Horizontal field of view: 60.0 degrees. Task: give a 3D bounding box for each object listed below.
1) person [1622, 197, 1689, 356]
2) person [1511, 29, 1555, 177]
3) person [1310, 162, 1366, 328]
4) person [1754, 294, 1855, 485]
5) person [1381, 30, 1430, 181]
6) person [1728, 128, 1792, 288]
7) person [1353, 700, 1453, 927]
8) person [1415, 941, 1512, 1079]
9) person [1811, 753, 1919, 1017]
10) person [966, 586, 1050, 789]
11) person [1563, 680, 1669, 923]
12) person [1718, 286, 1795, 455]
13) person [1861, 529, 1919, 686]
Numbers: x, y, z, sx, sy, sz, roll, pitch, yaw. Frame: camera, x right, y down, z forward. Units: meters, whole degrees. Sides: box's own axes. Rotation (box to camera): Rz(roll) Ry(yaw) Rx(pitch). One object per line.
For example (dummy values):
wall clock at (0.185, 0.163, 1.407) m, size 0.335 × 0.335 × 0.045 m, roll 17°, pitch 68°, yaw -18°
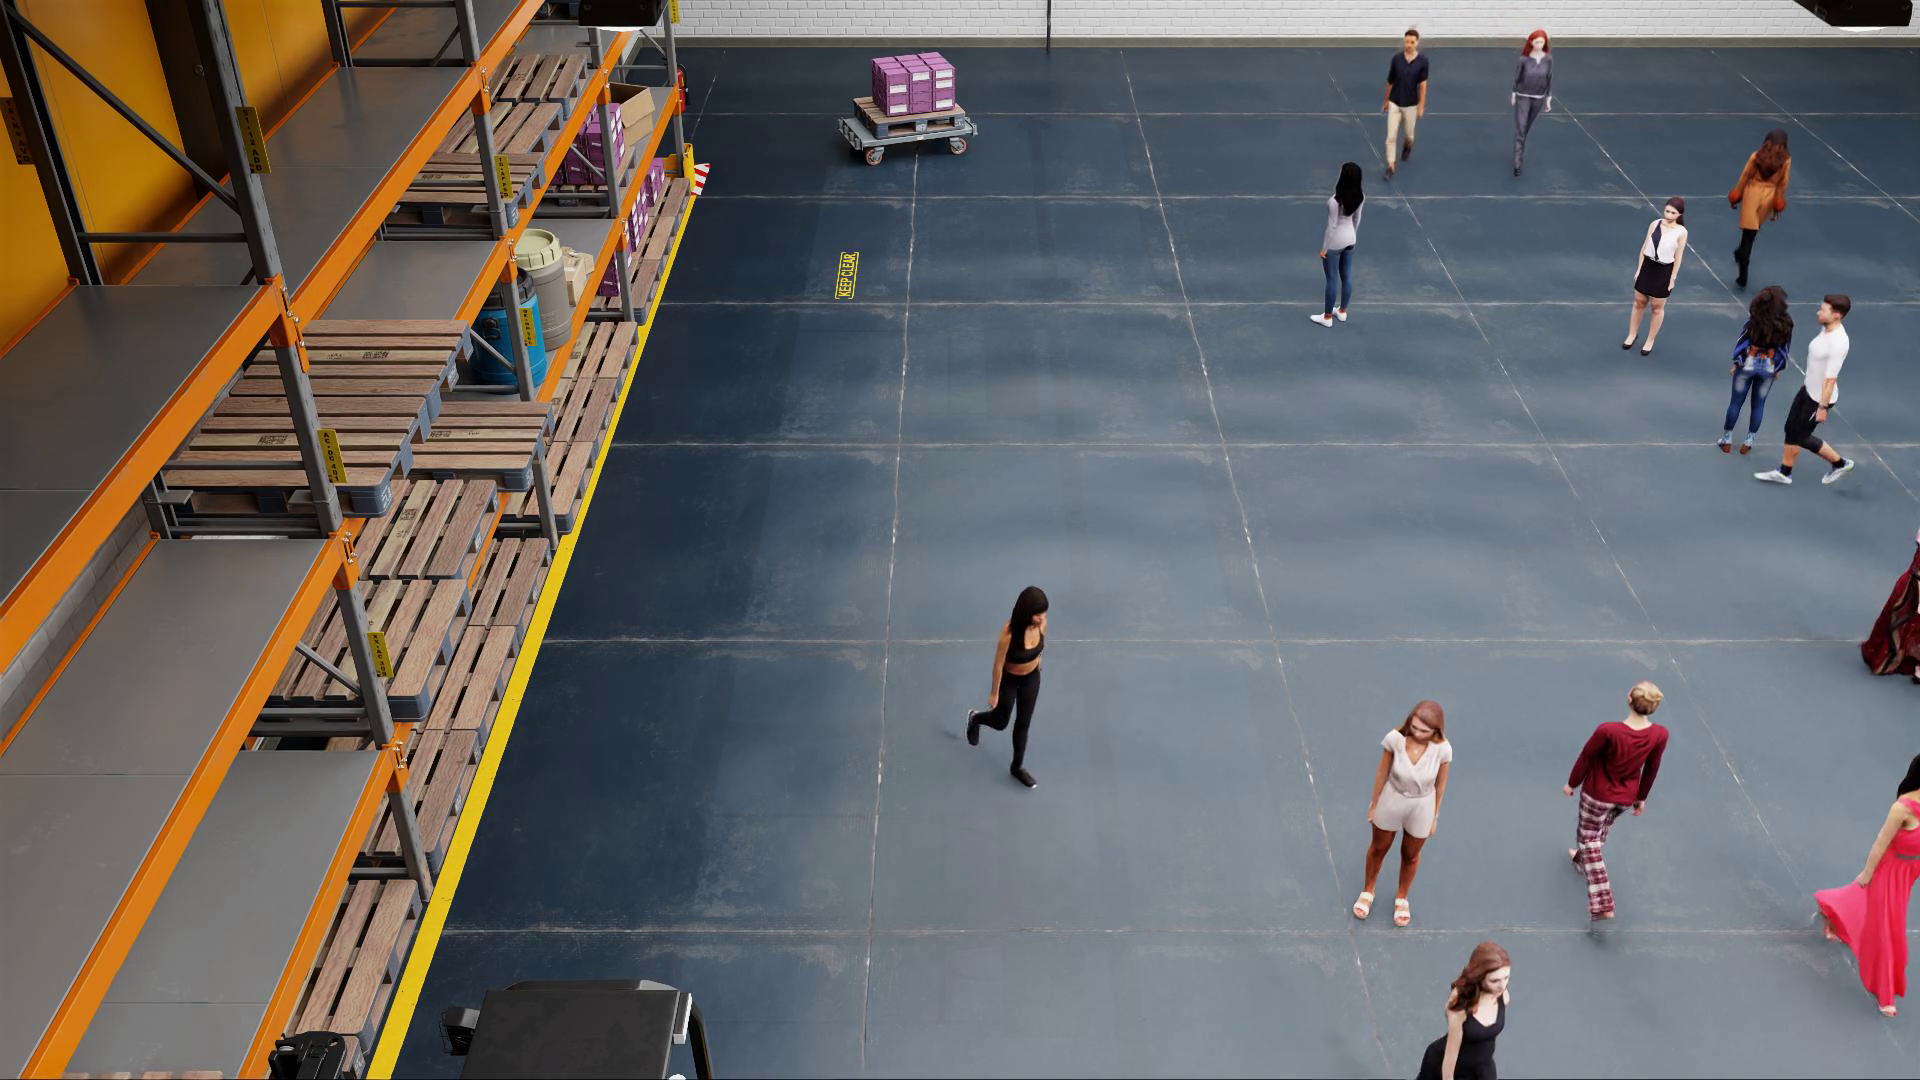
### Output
person at (6.919, -2.629, 16.508) m, size 0.629 × 1.649 × 0.686 m, roll 28°, pitch 43°, yaw 35°
person at (7.089, -5.476, 20.730) m, size 0.632 × 1.718 × 1.191 m, roll 3°, pitch 34°, yaw 4°
person at (3.905, -3.030, 17.033) m, size 0.688 × 1.736 × 0.707 m, roll -20°, pitch 39°, yaw -27°
person at (7.441, -1.241, 14.257) m, size 0.902 × 1.830 × 0.983 m, roll 9°, pitch 35°, yaw 13°
person at (5.480, -5.391, 20.497) m, size 0.900 × 1.834 × 1.070 m, roll 15°, pitch 36°, yaw 21°
person at (8.555, -3.533, 17.855) m, size 0.921 × 1.664 × 1.243 m, roll 9°, pitch 35°, yaw 13°
person at (2.702, 1.617, 10.078) m, size 0.637 × 1.696 × 0.648 m, roll 10°, pitch 35°, yaw 15°
person at (2.479, 2.646, 8.527) m, size 0.901 × 1.699 × 1.160 m, roll -14°, pitch 36°, yaw -20°
person at (5.384, 1.887, 9.679) m, size 0.842 × 1.689 × 1.099 m, roll -13°, pitch 36°, yaw -18°
person at (0.332, 0.907, 11.214) m, size 0.879 × 1.620 × 1.001 m, roll -19°, pitch 38°, yaw -26°
person at (3.983, 1.592, 10.141) m, size 0.675 × 1.669 × 0.998 m, roll -3°, pitch 34°, yaw -4°
person at (7.120, -1.527, 14.879) m, size 0.675 × 1.618 × 0.651 m, roll 10°, pitch 35°, yaw 14°
person at (6.923, 0.323, 12.099) m, size 0.902 × 1.613 × 0.997 m, roll -22°, pitch 39°, yaw -29°
